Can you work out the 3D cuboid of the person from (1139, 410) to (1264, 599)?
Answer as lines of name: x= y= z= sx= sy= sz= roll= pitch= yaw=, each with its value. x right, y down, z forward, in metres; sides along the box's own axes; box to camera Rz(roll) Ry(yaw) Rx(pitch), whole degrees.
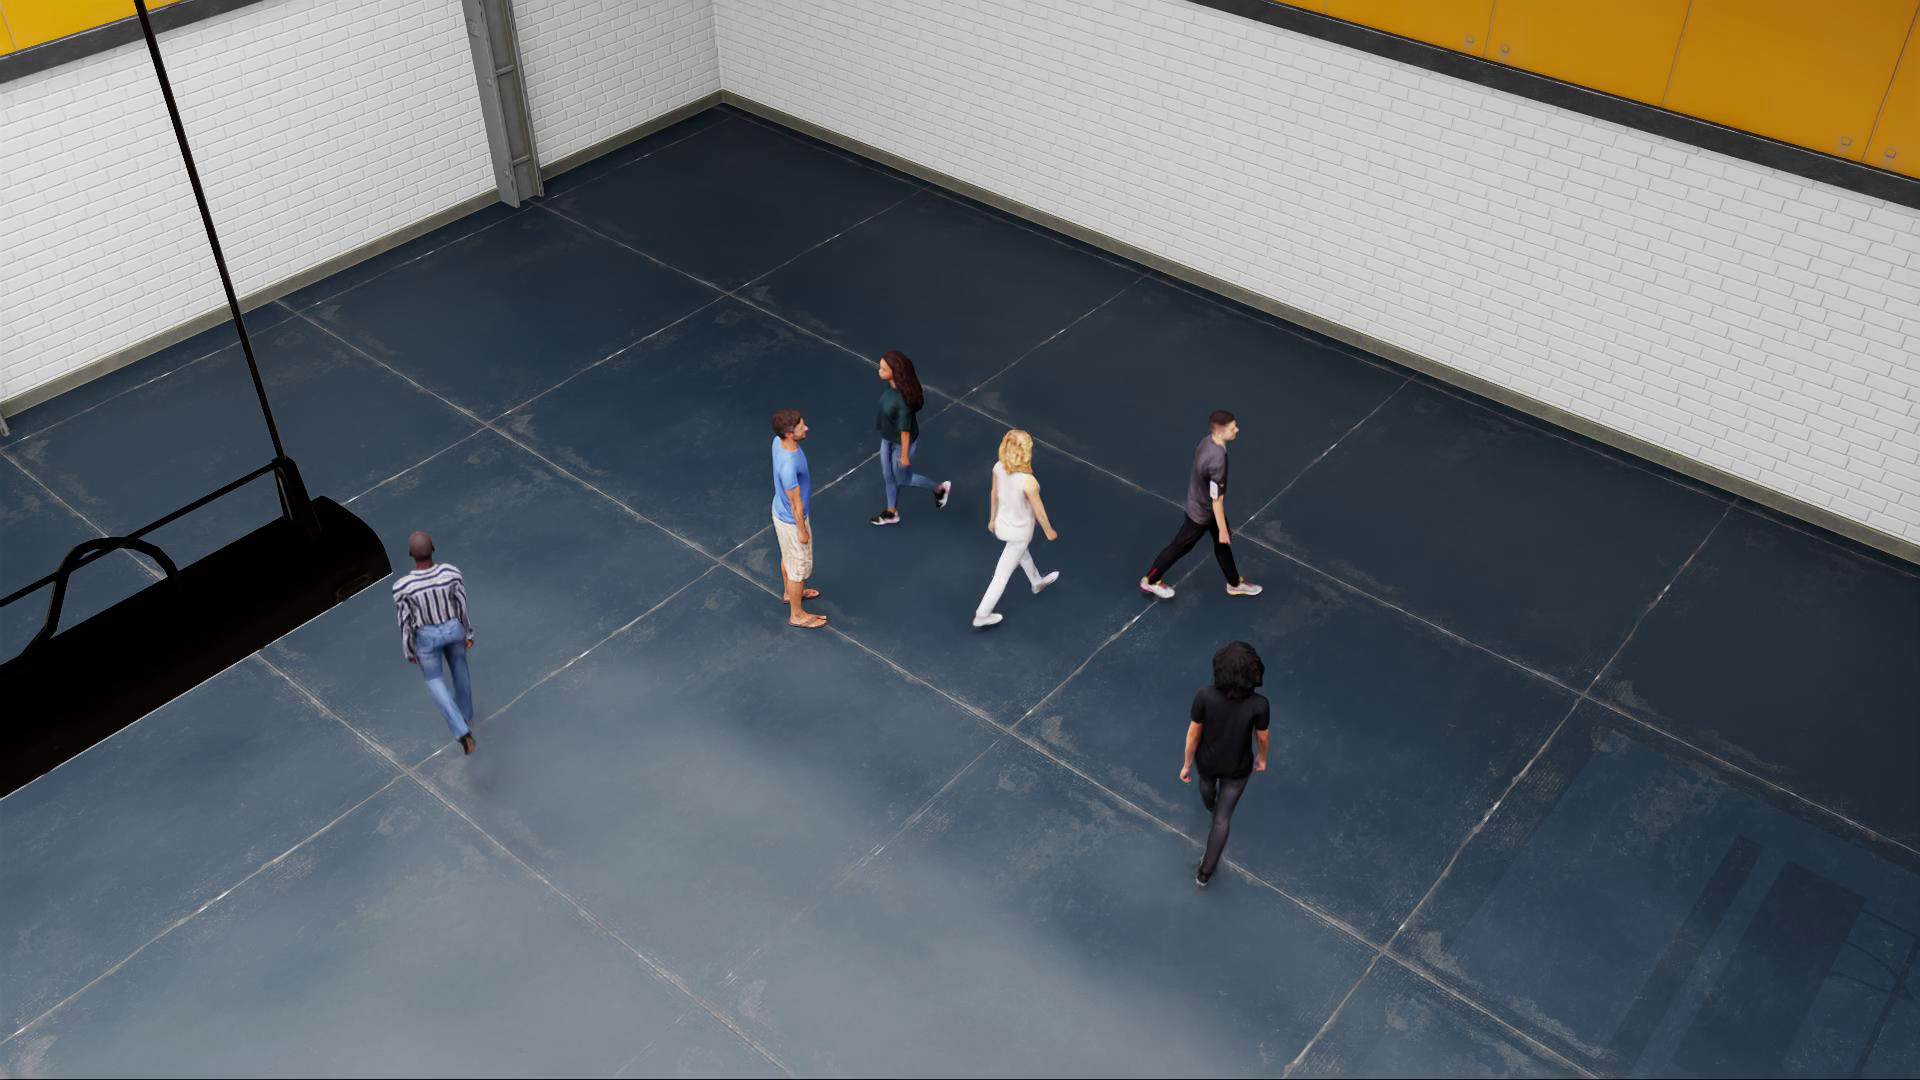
person: x=1.754 y=-0.220 z=12.504 sx=1.101 sy=1.714 sz=1.209 roll=7 pitch=39 yaw=8

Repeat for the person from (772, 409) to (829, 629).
person: x=-1.243 y=-0.188 z=12.342 sx=0.757 sy=1.864 sz=0.730 roll=-8 pitch=39 yaw=-10

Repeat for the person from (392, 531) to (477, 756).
person: x=-3.483 y=0.729 z=11.261 sx=0.958 sy=1.780 sz=0.880 roll=-21 pitch=43 yaw=-24

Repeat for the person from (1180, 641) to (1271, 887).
person: x=1.629 y=1.432 z=10.365 sx=0.956 sy=1.799 sz=1.205 roll=10 pitch=40 yaw=13

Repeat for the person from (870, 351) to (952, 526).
person: x=-0.411 y=-0.802 z=13.321 sx=1.010 sy=1.603 sz=0.869 roll=-11 pitch=40 yaw=-13

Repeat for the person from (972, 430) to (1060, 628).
person: x=0.338 y=-0.049 z=12.359 sx=1.165 sy=1.626 sz=0.809 roll=-23 pitch=44 yaw=-26
